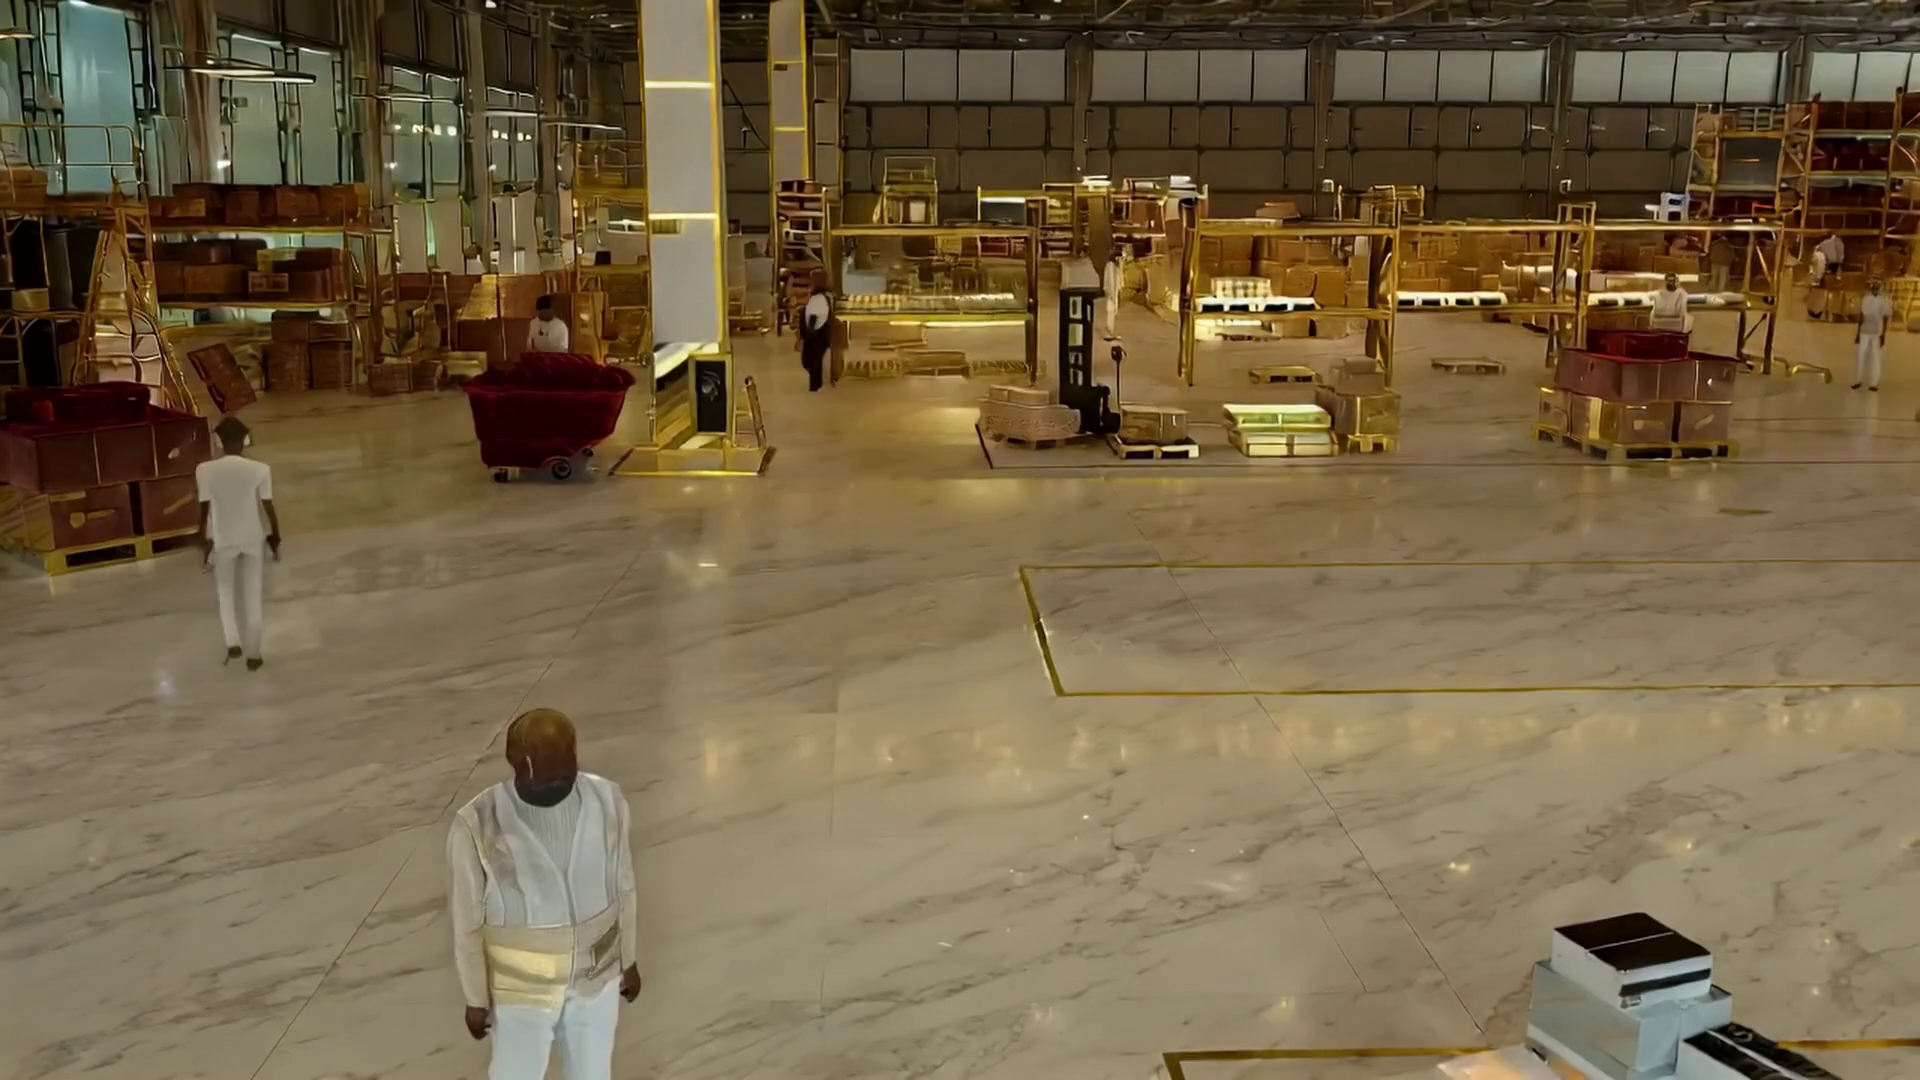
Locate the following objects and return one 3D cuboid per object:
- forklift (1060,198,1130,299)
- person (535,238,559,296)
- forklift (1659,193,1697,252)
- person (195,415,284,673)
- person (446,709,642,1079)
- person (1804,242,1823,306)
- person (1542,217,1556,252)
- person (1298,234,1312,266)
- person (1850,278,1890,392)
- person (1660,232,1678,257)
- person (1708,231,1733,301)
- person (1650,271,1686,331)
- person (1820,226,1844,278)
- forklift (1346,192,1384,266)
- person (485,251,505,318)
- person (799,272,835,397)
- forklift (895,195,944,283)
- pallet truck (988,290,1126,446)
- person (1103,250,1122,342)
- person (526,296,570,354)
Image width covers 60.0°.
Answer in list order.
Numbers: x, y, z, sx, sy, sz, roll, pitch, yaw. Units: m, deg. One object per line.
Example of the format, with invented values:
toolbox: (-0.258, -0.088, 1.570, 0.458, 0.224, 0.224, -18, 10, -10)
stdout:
forklift: (3.797, -8.210, 46.791, 1.873, 2.768, 1.129, 0, 12, -2)
person: (-10.521, -6.746, 42.453, 0.605, 1.889, 0.953, -5, 13, -20)
forklift: (24.756, -10.646, 57.789, 1.129, 2.768, 1.873, 0, 12, -2)
person: (-5.162, 0.028, 11.927, 0.576, 1.852, 0.472, -5, 13, -20)
person: (-1.352, 1.449, 5.536, 0.633, 1.846, 0.429, -8, 15, -34)
person: (22.876, -7.110, 44.517, 0.529, 1.697, 0.321, -11, 17, -41)
person: (21.426, -10.756, 60.446, 0.382, 1.930, 0.547, -12, 17, -43)
person: (9.730, -7.867, 47.387, 0.631, 1.940, 0.372, -8, 15, -34)
person: (14.923, -3.362, 27.234, 0.333, 1.860, 0.528, -6, 14, -25)
person: (20.812, -8.123, 48.805, 0.632, 1.820, 0.636, -1, 13, -6)
person: (21.088, -7.597, 46.176, 0.629, 1.935, 0.372, 9, 15, 35)
person: (12.106, -3.659, 28.507, 0.340, 1.882, 0.586, -12, 17, -44)
person: (25.464, -8.175, 48.646, 0.611, 1.995, 0.380, 4, 13, 16)
forklift: (14.687, -11.098, 59.826, 1.129, 2.768, 1.873, 0, 12, -2)
person: (-11.470, -6.269, 40.874, 0.523, 1.631, 0.323, 10, 16, 39)
person: (-2.282, -3.283, 26.454, 0.538, 2.000, 0.709, 4, 13, 19)
forklift: (-1.388, -9.715, 53.582, 1.129, 2.768, 1.873, 7, 14, 28)
pallet truck: (1.257, -2.299, 22.111, 1.885, 1.965, 0.823, -9, 15, -35)
person: (3.217, -5.158, 35.153, 0.372, 1.940, 0.631, -1, 13, -5)
person: (-5.720, -2.432, 23.002, 0.610, 1.873, 1.000, 6, 14, 26)
